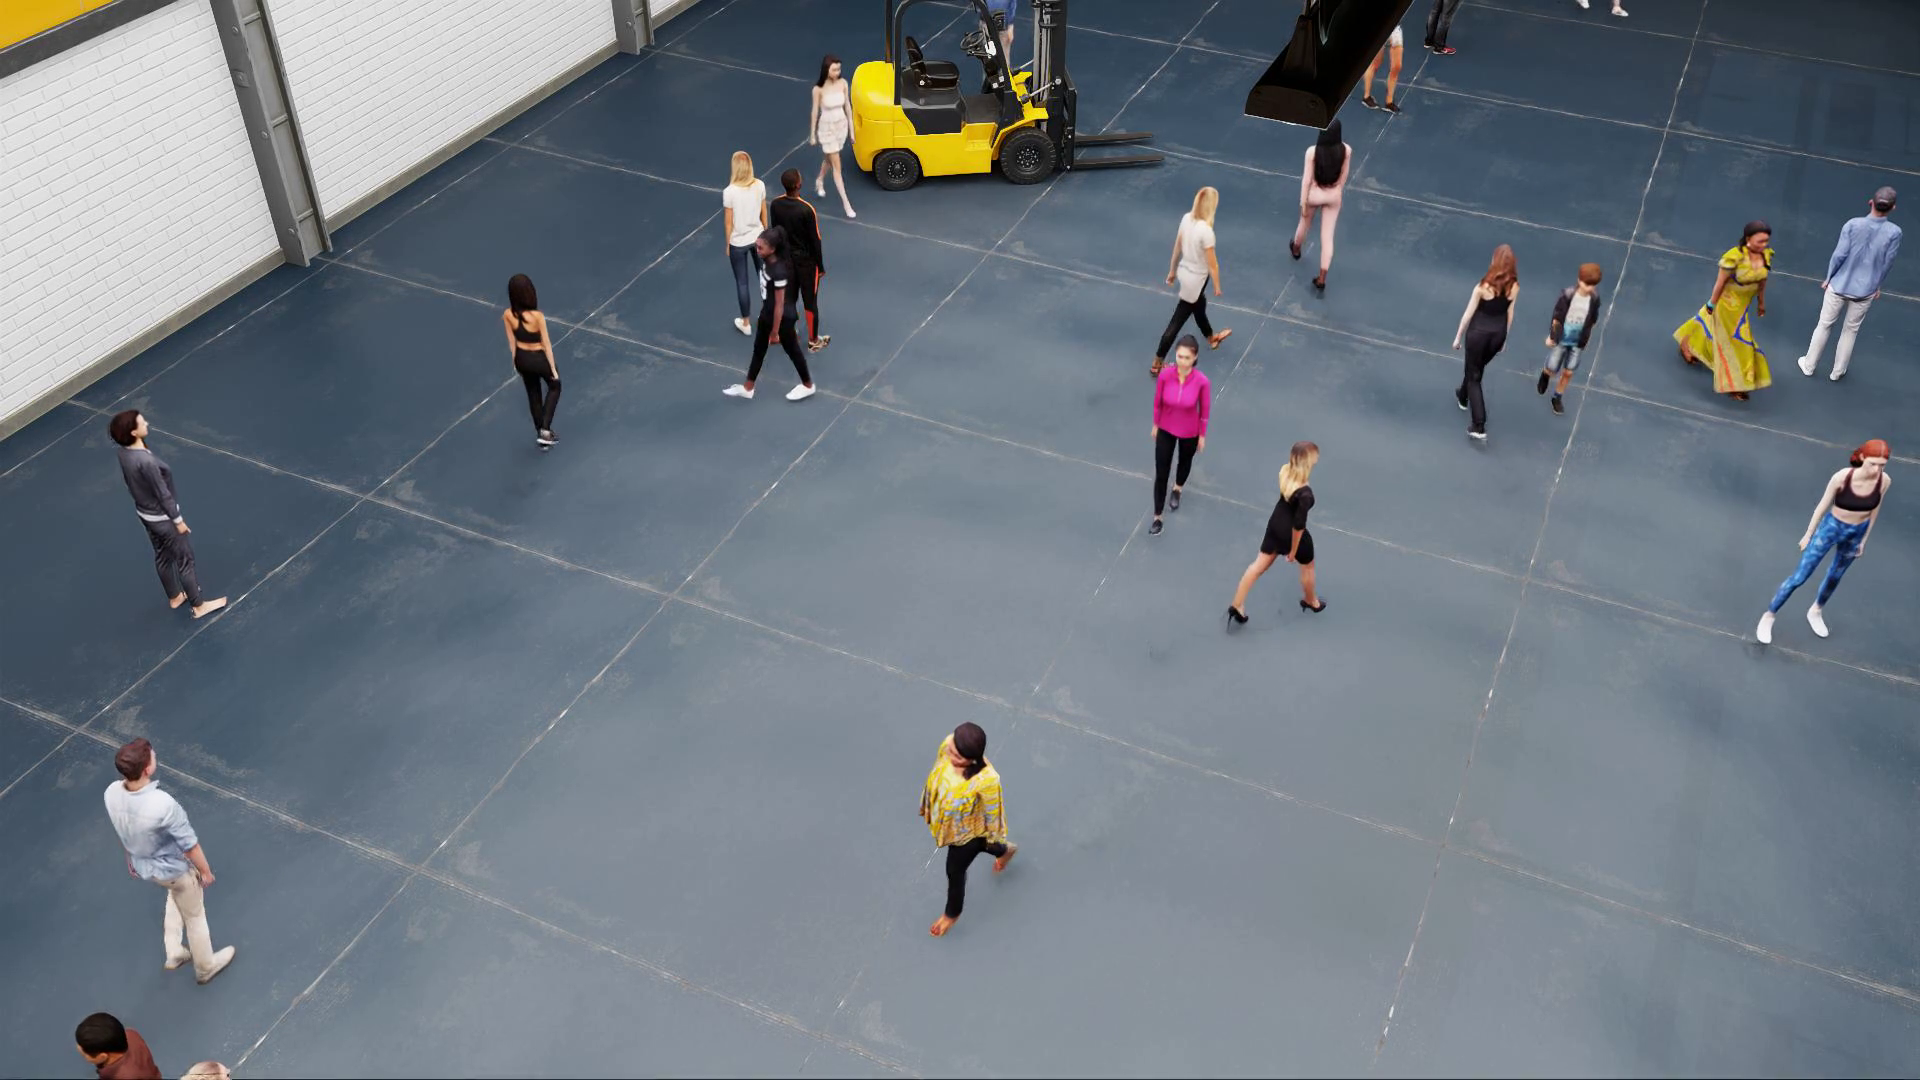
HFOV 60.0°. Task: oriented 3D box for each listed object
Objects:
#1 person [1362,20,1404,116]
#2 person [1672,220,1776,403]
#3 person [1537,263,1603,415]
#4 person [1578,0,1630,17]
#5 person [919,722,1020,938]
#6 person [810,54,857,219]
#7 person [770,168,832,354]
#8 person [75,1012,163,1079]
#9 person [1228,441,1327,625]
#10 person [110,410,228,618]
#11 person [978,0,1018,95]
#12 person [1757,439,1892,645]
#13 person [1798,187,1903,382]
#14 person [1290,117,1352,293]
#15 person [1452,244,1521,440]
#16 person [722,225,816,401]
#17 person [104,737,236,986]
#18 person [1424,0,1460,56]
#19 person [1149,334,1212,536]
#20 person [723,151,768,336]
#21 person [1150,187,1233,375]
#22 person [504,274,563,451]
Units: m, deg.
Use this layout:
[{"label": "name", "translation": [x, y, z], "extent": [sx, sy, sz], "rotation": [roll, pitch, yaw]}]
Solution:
[{"label": "person", "translation": [4.908, -5.936, 19.372], "extent": [0.918, 1.824, 0.962], "rotation": [-16, 41, -19]}, {"label": "person", "translation": [6.801, -2.128, 14.792], "extent": [1.393, 1.599, 1.335], "rotation": [-18, 42, -21]}, {"label": "person", "translation": [5.296, -1.796, 14.497], "extent": [0.650, 1.438, 0.736], "rotation": [3, 39, 4]}, {"label": "person", "translation": [8.497, -7.651, 21.815], "extent": [1.018, 1.455, 0.894], "rotation": [-29, 47, -31]}, {"label": "person", "translation": [0.085, 1.657, 10.024], "extent": [1.145, 1.624, 0.992], "rotation": [-24, 45, -27]}, {"label": "person", "translation": [-1.369, -4.266, 17.399], "extent": [1.082, 1.676, 1.005], "rotation": [-23, 44, -26]}, {"label": "person", "translation": [-1.474, -2.549, 15.143], "extent": [0.627, 1.809, 0.538], "rotation": [14, 41, 17]}, {"label": "person", "translation": [-4.024, 2.930, 8.306], "extent": [0.766, 1.779, 0.698], "rotation": [-12, 40, -14]}, {"label": "person", "translation": [2.303, -0.015, 12.109], "extent": [1.078, 1.635, 0.998], "rotation": [-13, 41, -16]}, {"label": "person", "translation": [-5.895, -0.193, 12.225], "extent": [0.655, 1.769, 0.595], "rotation": [23, 44, 26]}, {"label": "person", "translation": [0.437, -6.028, 19.597], "extent": [0.651, 1.697, 0.614], "rotation": [10, 40, 12]}, {"label": "person", "translation": [6.298, 0.000, 11.988], "extent": [0.818, 1.773, 0.803], "rotation": [3, 39, 4]}, {"label": "person", "translation": [7.915, -2.269, 14.729], "extent": [0.647, 1.888, 0.568], "rotation": [15, 41, 17]}, {"label": "person", "translation": [3.533, -3.224, 16.095], "extent": [0.974, 1.676, 1.241], "rotation": [-1, 39, -2]}, {"label": "person", "translation": [4.475, -1.659, 14.105], "extent": [0.943, 1.713, 1.134], "rotation": [-6, 39, -7]}, {"label": "person", "translation": [-1.488, -1.946, 14.470], "extent": [1.130, 1.706, 1.041], "rotation": [-14, 41, -17]}, {"label": "person", "translation": [-4.607, 1.926, 9.521], "extent": [0.683, 1.832, 0.686], "rotation": [14, 41, 17]}, {"label": "person", "translation": [6.092, -6.979, 20.702], "extent": [0.768, 1.805, 0.689], "rotation": [-10, 40, -12]}, {"label": "person", "translation": [1.757, -0.915, 13.216], "extent": [0.747, 1.671, 1.073], "rotation": [8, 39, 9]}, {"label": "person", "translation": [-1.952, -2.744, 15.386], "extent": [0.621, 1.809, 0.718], "rotation": [-22, 43, -25]}, {"label": "person", "translation": [1.988, -2.249, 14.796], "extent": [1.243, 1.772, 1.074], "rotation": [-19, 43, -23]}, {"label": "person", "translation": [-3.581, -1.419, 13.869], "extent": [0.643, 1.632, 0.683], "rotation": [7, 39, 9]}]
